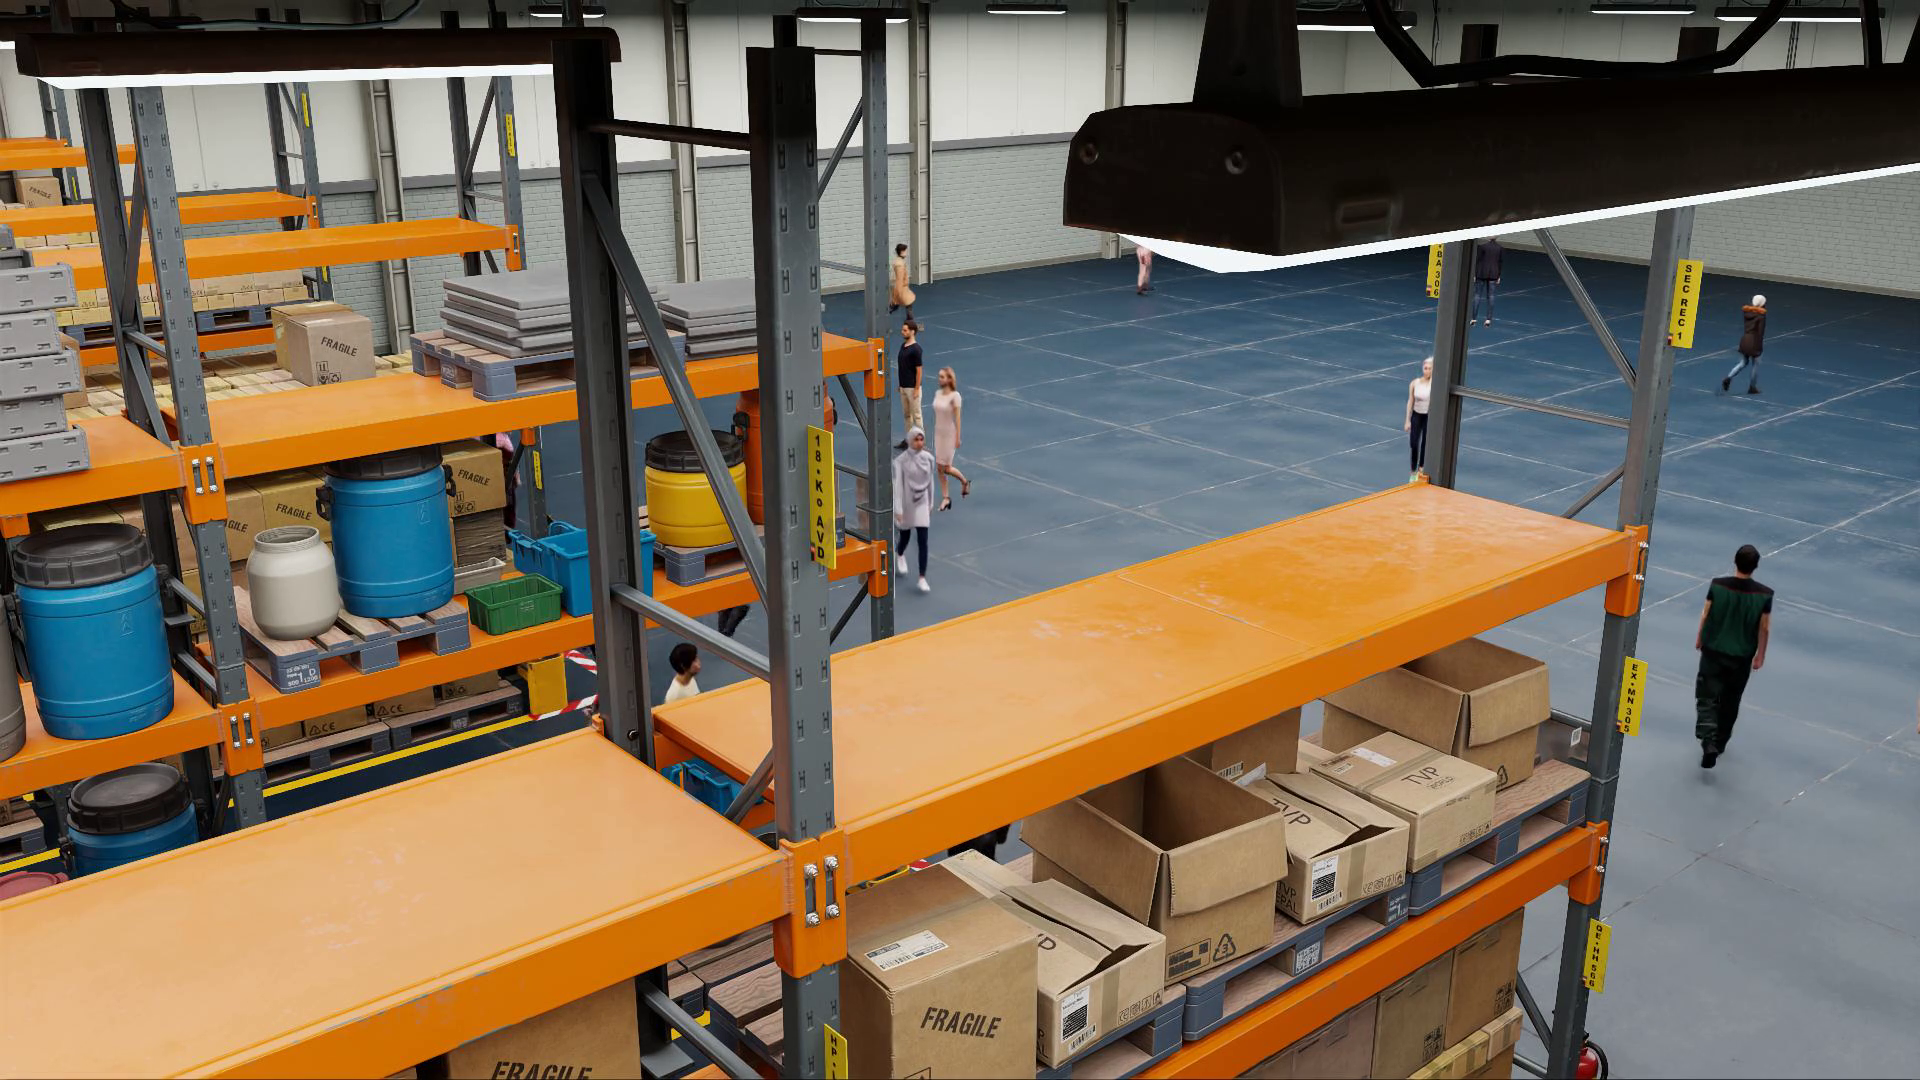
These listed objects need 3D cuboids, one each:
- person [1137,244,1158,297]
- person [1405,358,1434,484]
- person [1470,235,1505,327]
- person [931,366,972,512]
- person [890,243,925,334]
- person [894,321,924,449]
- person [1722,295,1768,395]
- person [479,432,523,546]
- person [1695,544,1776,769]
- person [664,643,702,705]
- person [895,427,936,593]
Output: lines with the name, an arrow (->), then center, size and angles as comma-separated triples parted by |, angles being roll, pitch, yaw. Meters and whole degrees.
person -> 3.946, -6.090, 35.628 | 0.973, 1.700, 0.700 | 5, 19, 16
person -> 6.070, -1.558, 21.736 | 0.850, 1.686, 0.938 | 5, 19, 16
person -> 9.244, -4.656, 29.323 | 0.822, 1.782, 0.788 | 2, 18, 6
person -> -0.108, -1.255, 20.594 | 0.754, 1.818, 0.573 | -15, 24, -39
person -> -1.208, -4.733, 31.468 | 1.230, 1.696, 1.009 | -4, 18, -11
person -> -0.685, -2.158, 23.299 | 0.570, 1.859, 0.667 | -11, 21, -30
person -> 12.607, -3.114, 26.622 | 1.042, 1.619, 0.818 | -6, 19, -17
person -> -5.363, -0.693, 19.176 | 0.730, 1.626, 0.758 | 11, 21, 31
person -> 6.302, 0.970, 13.671 | 1.049, 1.873, 1.248 | 6, 19, 19
person -> -2.131, 1.534, 12.453 | 1.059, 1.555, 0.993 | 1, 18, 5
person -> -0.532, -0.360, 17.954 | 1.100, 1.750, 0.973 | -5, 19, -14
